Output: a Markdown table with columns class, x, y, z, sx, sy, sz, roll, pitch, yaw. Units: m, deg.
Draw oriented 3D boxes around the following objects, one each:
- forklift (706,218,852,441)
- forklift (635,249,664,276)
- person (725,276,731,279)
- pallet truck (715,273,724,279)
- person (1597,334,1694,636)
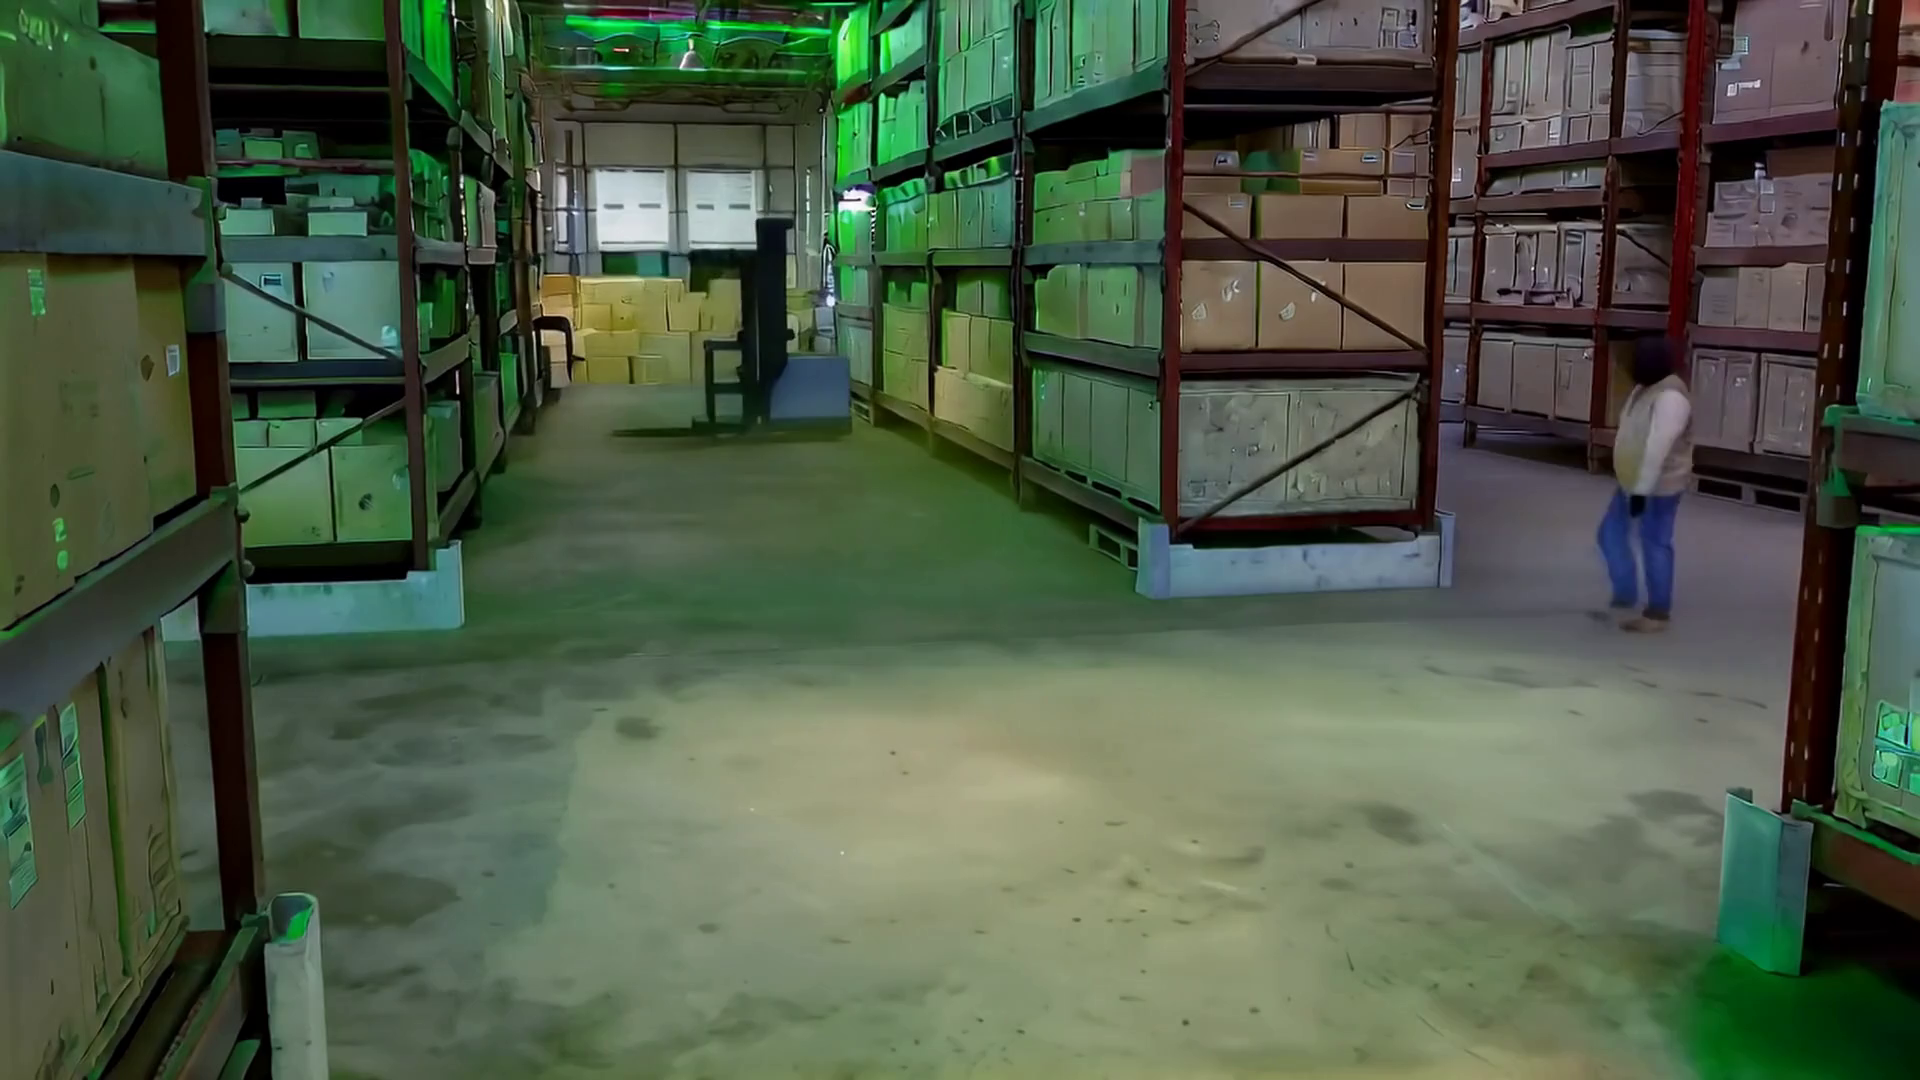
| class | x | y | z | sx | sy | sz | roll | pitch | yaw |
| --- | --- | --- | --- | --- | --- | --- | --- | --- | --- |
| forklift | -2.396 | -2.729 | 21.460 | 1.873 | 2.768 | 1.129 | -2 | 10 | -12 |
| forklift | -10.500 | -8.463 | 56.408 | 1.129 | 2.768 | 1.873 | -7 | 12 | -38 |
| person | -7.429 | -7.511 | 53.536 | 0.445 | 1.925 | 0.628 | 1 | 9 | 7 |
| pallet truck | -8.580 | -8.986 | 62.280 | 1.885 | 1.965 | 0.823 | 1 | 9 | 5 |
| person | 4.097 | -0.320 | 9.985 | 0.509 | 1.821 | 0.629 | 0 | 9 | 2 |
